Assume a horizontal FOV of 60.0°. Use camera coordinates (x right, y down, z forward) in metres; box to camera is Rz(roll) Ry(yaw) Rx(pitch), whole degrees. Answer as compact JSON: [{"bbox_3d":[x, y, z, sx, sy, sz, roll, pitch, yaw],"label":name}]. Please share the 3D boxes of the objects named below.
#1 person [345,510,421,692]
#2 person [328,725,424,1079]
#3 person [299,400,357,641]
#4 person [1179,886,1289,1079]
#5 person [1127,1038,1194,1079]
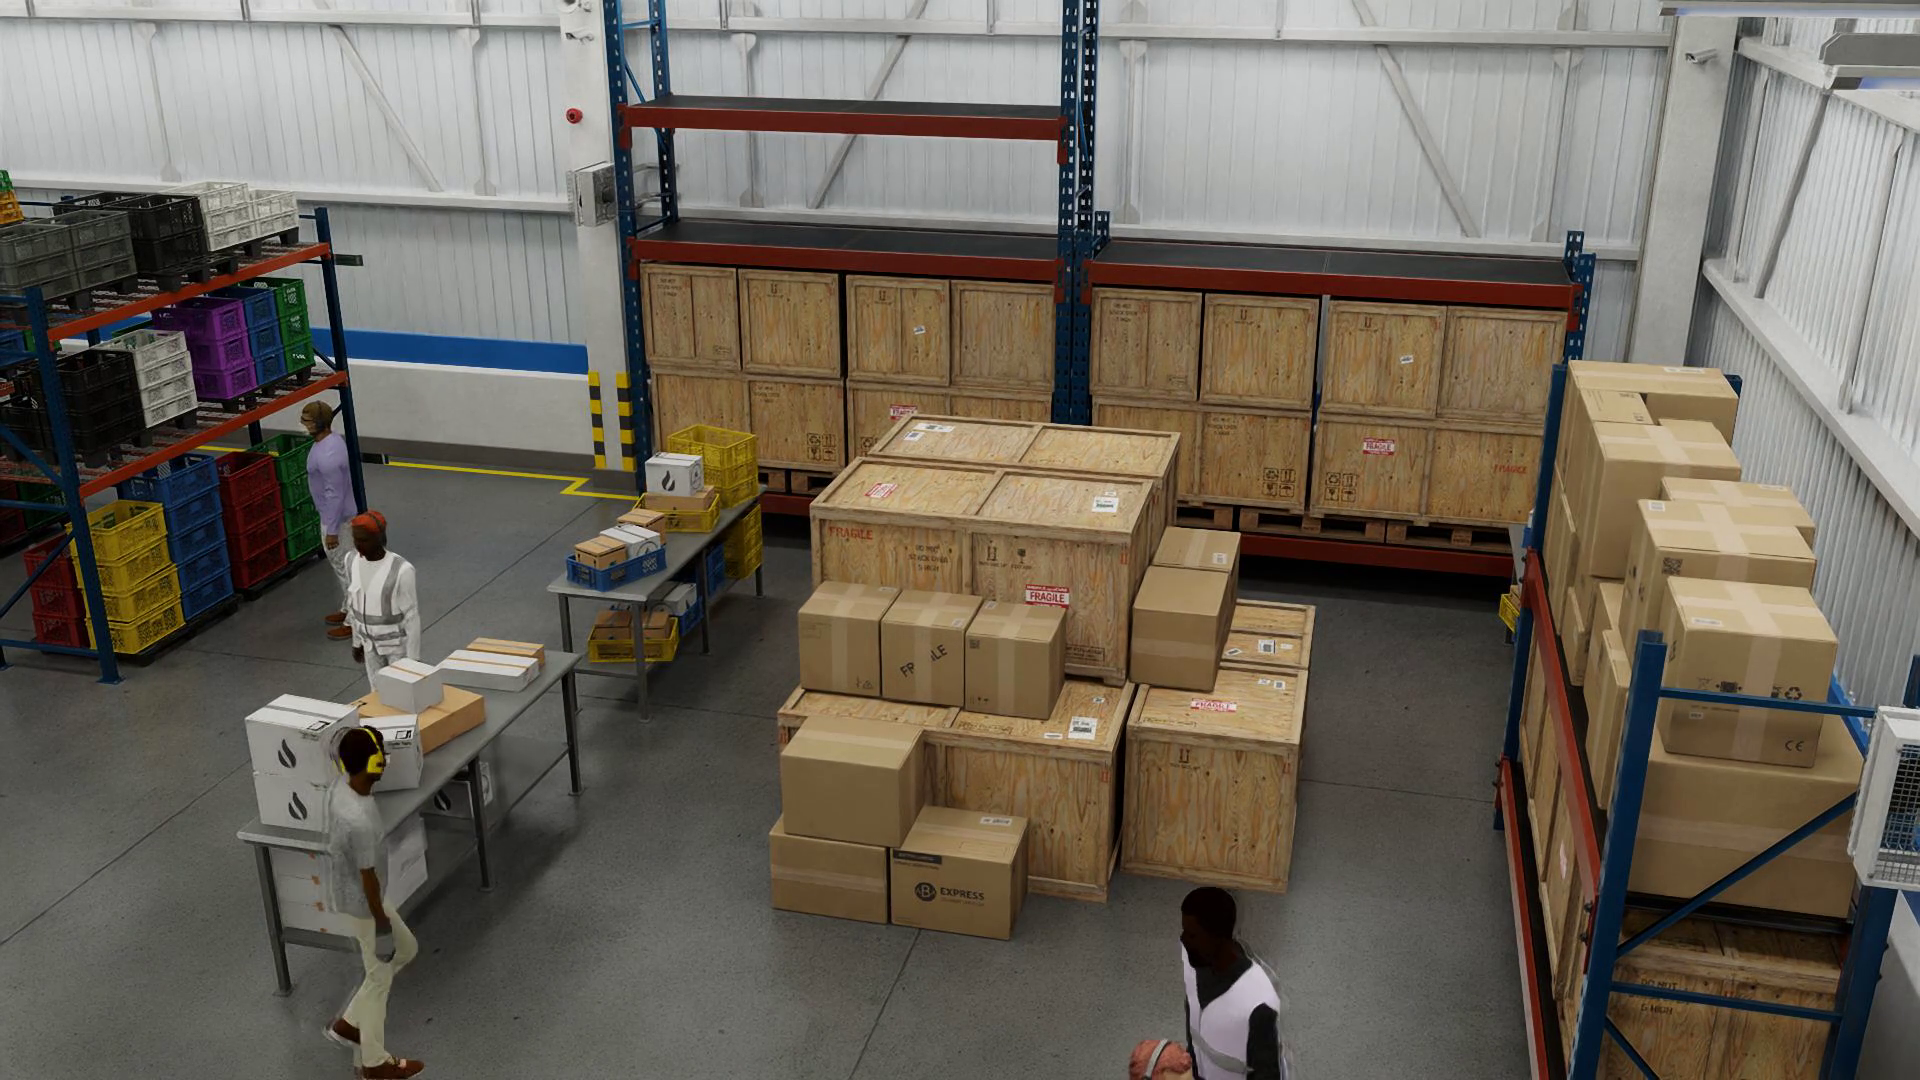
[{"bbox_3d":[-3.781,0.692,10.974,0.578,1.879,0.360,10,23,25],"label":"person"},{"bbox_3d":[-2.875,1.788,8.145,0.425,1.840,0.633,-10,23,-24],"label":"person"},{"bbox_3d":[-4.945,-0.167,13.127,0.368,1.940,0.633,-8,22,-19],"label":"person"},{"bbox_3d":[1.190,2.252,6.881,0.634,1.889,0.641,-9,23,-22],"label":"person"},{"bbox_3d":[0.663,2.591,5.975,0.398,1.900,0.650,15,25,34],"label":"person"}]
